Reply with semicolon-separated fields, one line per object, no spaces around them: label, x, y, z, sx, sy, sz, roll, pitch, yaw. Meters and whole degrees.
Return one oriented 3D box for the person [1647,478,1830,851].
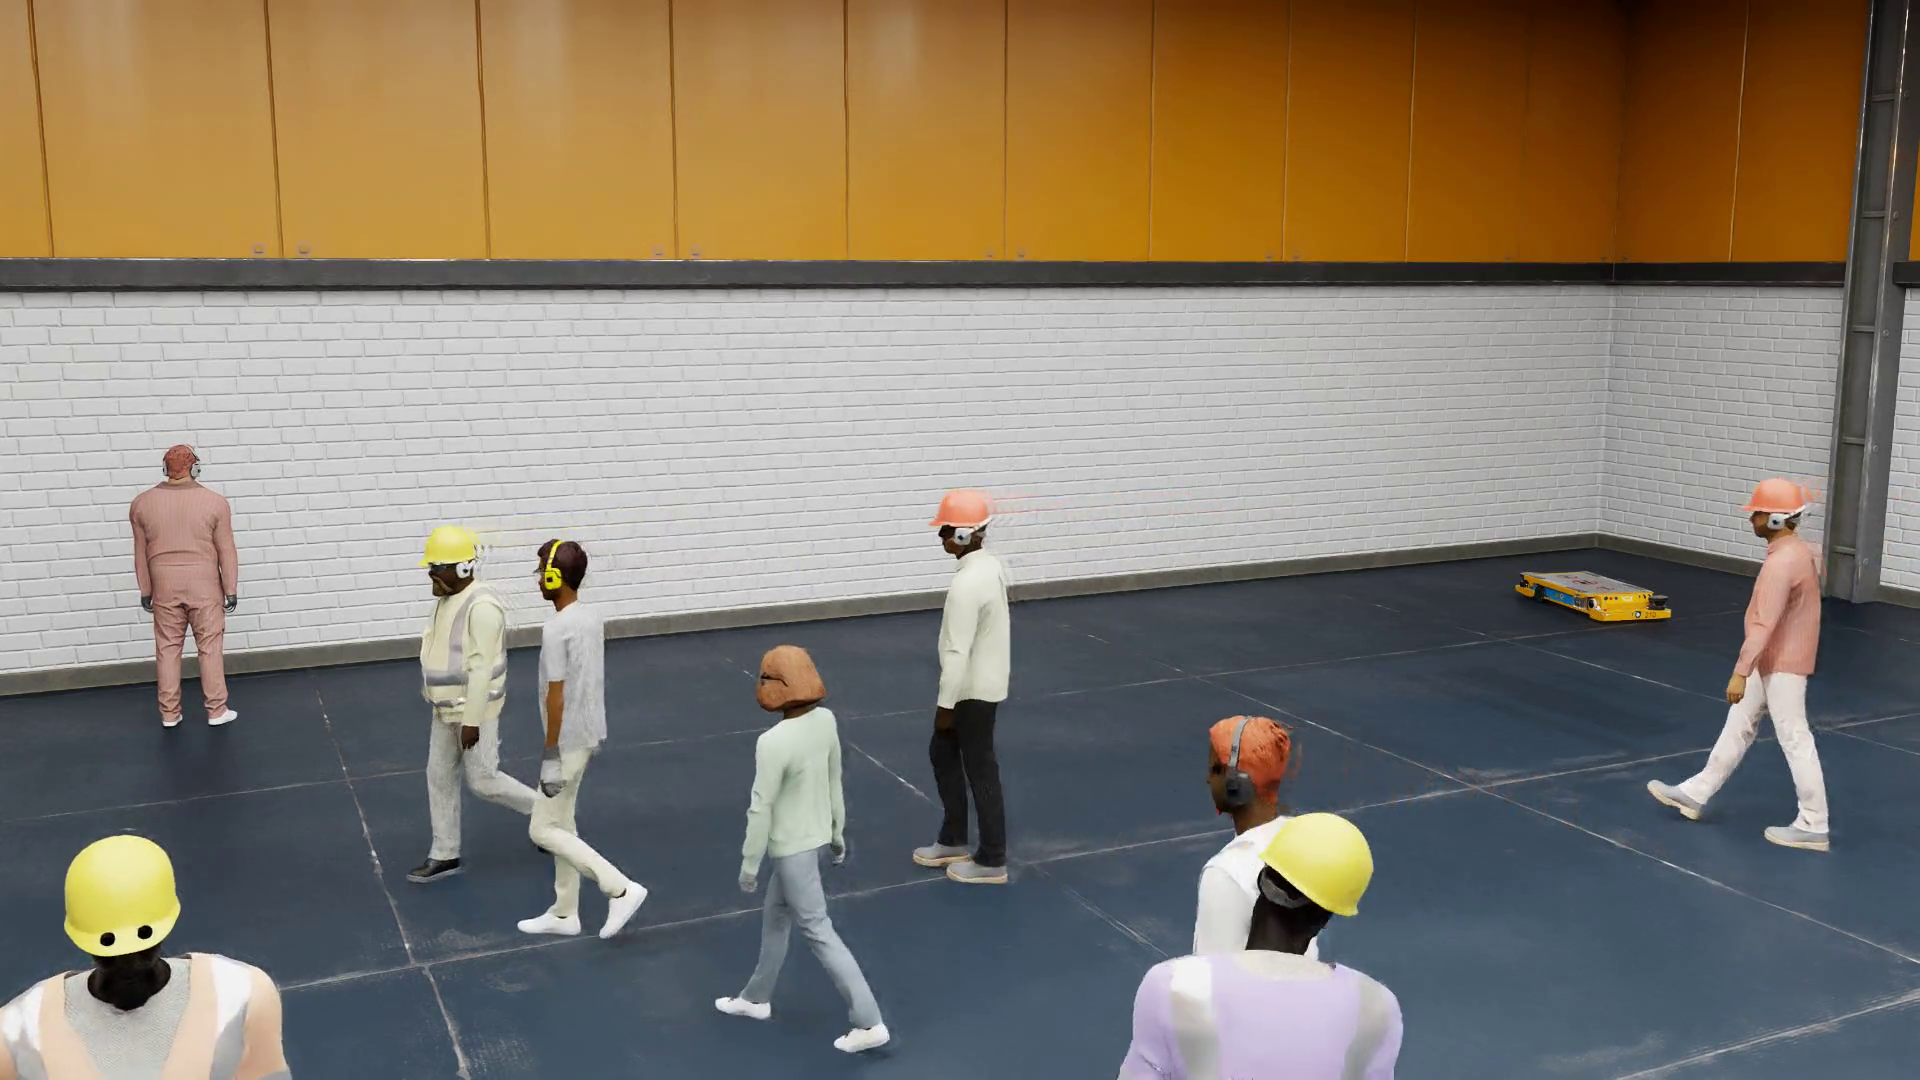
person;4.205;0.642;8.852;0.981;1.946;0.652;6;11;31

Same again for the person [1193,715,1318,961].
person;0.848;1.393;4.479;0.837;1.864;0.583;5;11;31

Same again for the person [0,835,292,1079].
person;-1.799;1.508;3.715;0.594;1.890;0.854;-5;10;-26

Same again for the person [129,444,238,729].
person;-5.139;0.311;11.091;0.647;1.903;0.399;-1;9;-9

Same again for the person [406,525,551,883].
person;-2.401;0.802;8.333;0.733;1.804;0.590;-8;12;-41

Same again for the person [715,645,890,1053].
person;-0.615;1.202;6.516;0.844;1.596;0.511;4;10;24

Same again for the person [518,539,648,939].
person;-1.738;0.917;7.476;0.599;1.846;0.543;2;9;9

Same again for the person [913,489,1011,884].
person;-0.050;0.730;8.222;0.672;1.975;0.646;2;9;10

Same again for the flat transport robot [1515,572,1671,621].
flat transport robot;5.691;0.489;15.010;0.652;0.197;1.431;-2;9;-12

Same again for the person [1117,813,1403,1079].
person;0.622;1.525;3.617;0.654;1.878;0.381;-2;9;-10
